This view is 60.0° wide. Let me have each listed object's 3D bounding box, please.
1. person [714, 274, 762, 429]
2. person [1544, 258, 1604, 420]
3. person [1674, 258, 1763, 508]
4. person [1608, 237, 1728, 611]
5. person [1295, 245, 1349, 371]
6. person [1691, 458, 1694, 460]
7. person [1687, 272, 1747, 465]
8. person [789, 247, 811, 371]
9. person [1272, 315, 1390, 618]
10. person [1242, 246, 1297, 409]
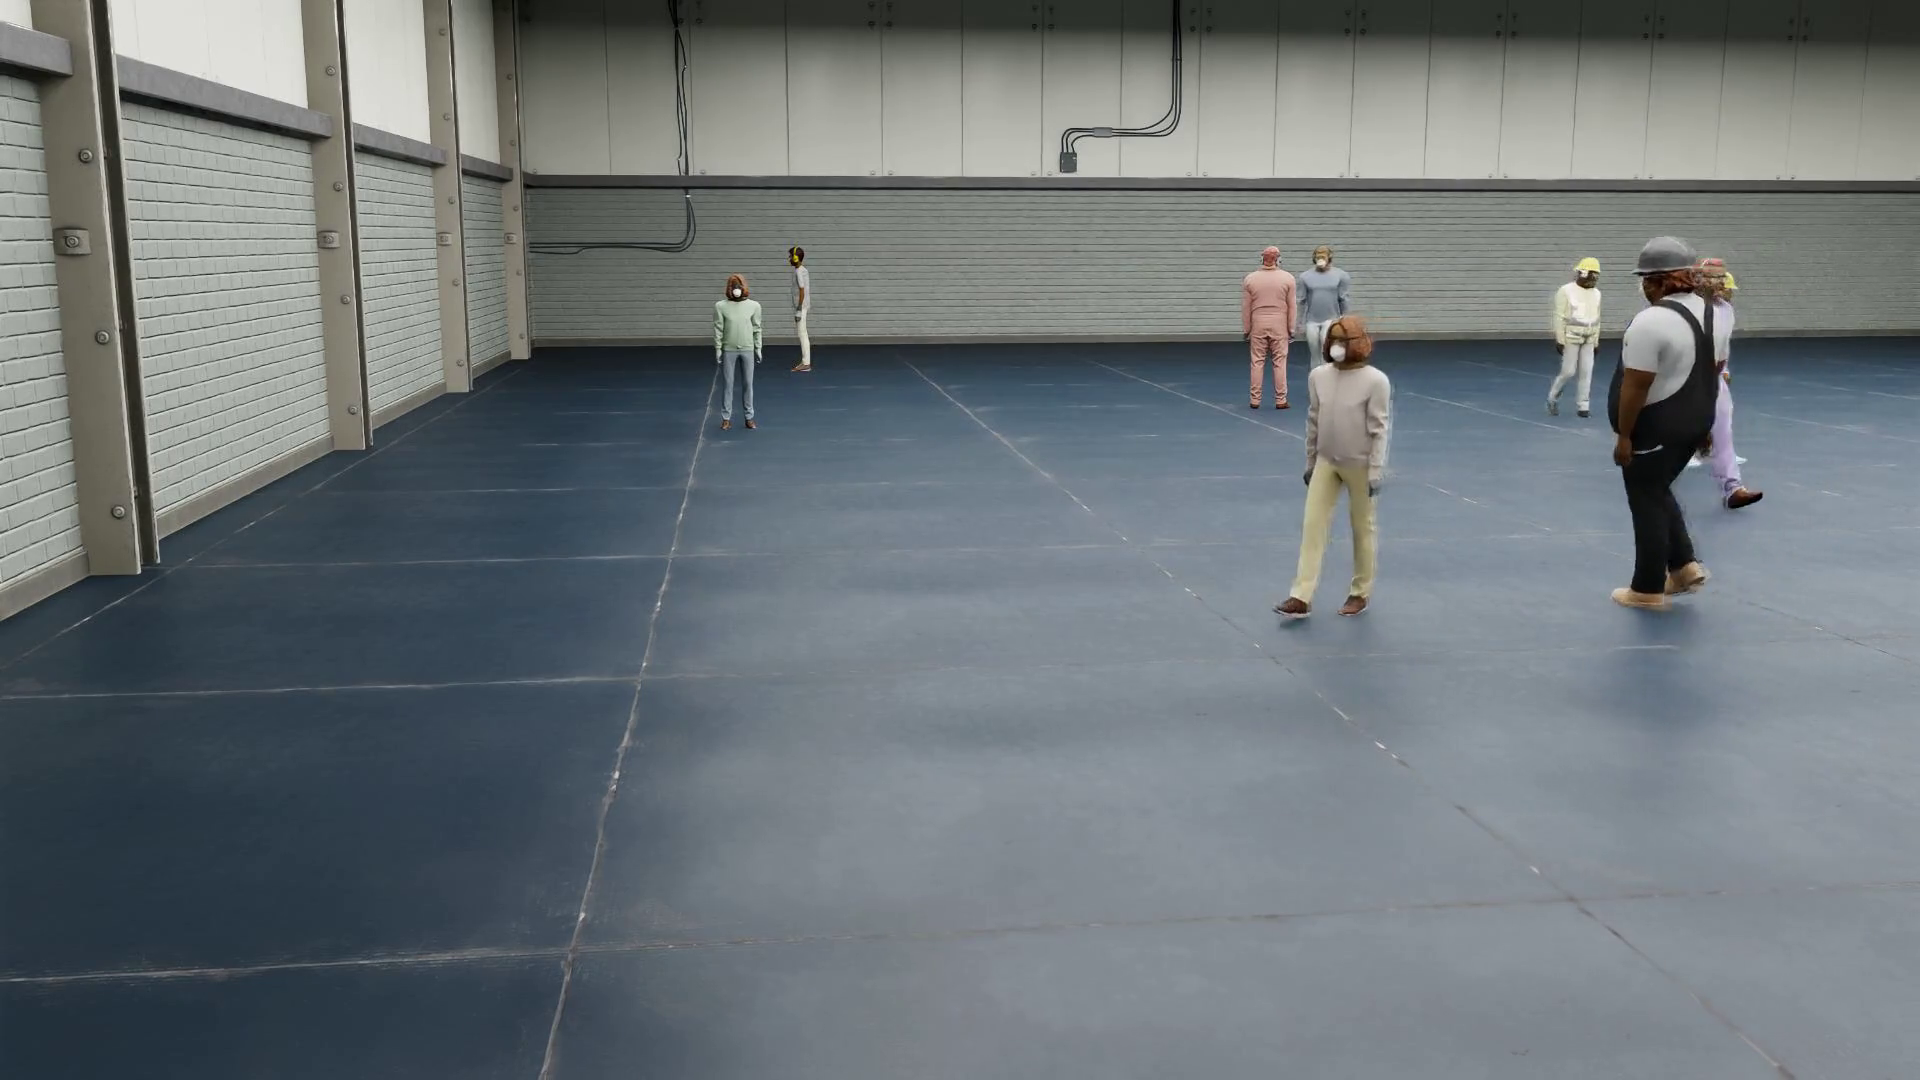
[{"bbox_3d":[-2.335,-1.981,17.550,0.502,1.632,0.279,-2,11,-12],"label":"person"},{"bbox_3d":[6.924,-2.246,18.601,0.610,1.793,0.587,-3,11,-16],"label":"person"},{"bbox_3d":[5.580,-1.167,12.485,0.647,1.856,0.994,-3,11,-16],"label":"person"},{"bbox_3d":[3.773,-0.629,9.022,0.697,2.000,0.536,-7,12,-33],"label":"person"},{"bbox_3d":[4.428,-2.658,20.489,0.660,1.910,0.854,4,11,19],"label":"person"},{"bbox_3d":[6.487,-1.545,15.199,0.528,1.618,0.646,-2,11,-12],"label":"person"},{"bbox_3d":[6.699,-1.498,14.695,0.751,1.715,0.499,6,12,29],"label":"person"},{"bbox_3d":[-2.428,-3.493,25.205,0.313,1.864,0.530,0,10,1],"label":"person"},{"bbox_3d":[1.957,-0.362,8.722,0.523,1.600,0.752,9,14,42],"label":"person"},{"bbox_3d":[3.650,-2.492,19.599,0.638,1.911,0.406,3,11,18],"label":"person"}]
